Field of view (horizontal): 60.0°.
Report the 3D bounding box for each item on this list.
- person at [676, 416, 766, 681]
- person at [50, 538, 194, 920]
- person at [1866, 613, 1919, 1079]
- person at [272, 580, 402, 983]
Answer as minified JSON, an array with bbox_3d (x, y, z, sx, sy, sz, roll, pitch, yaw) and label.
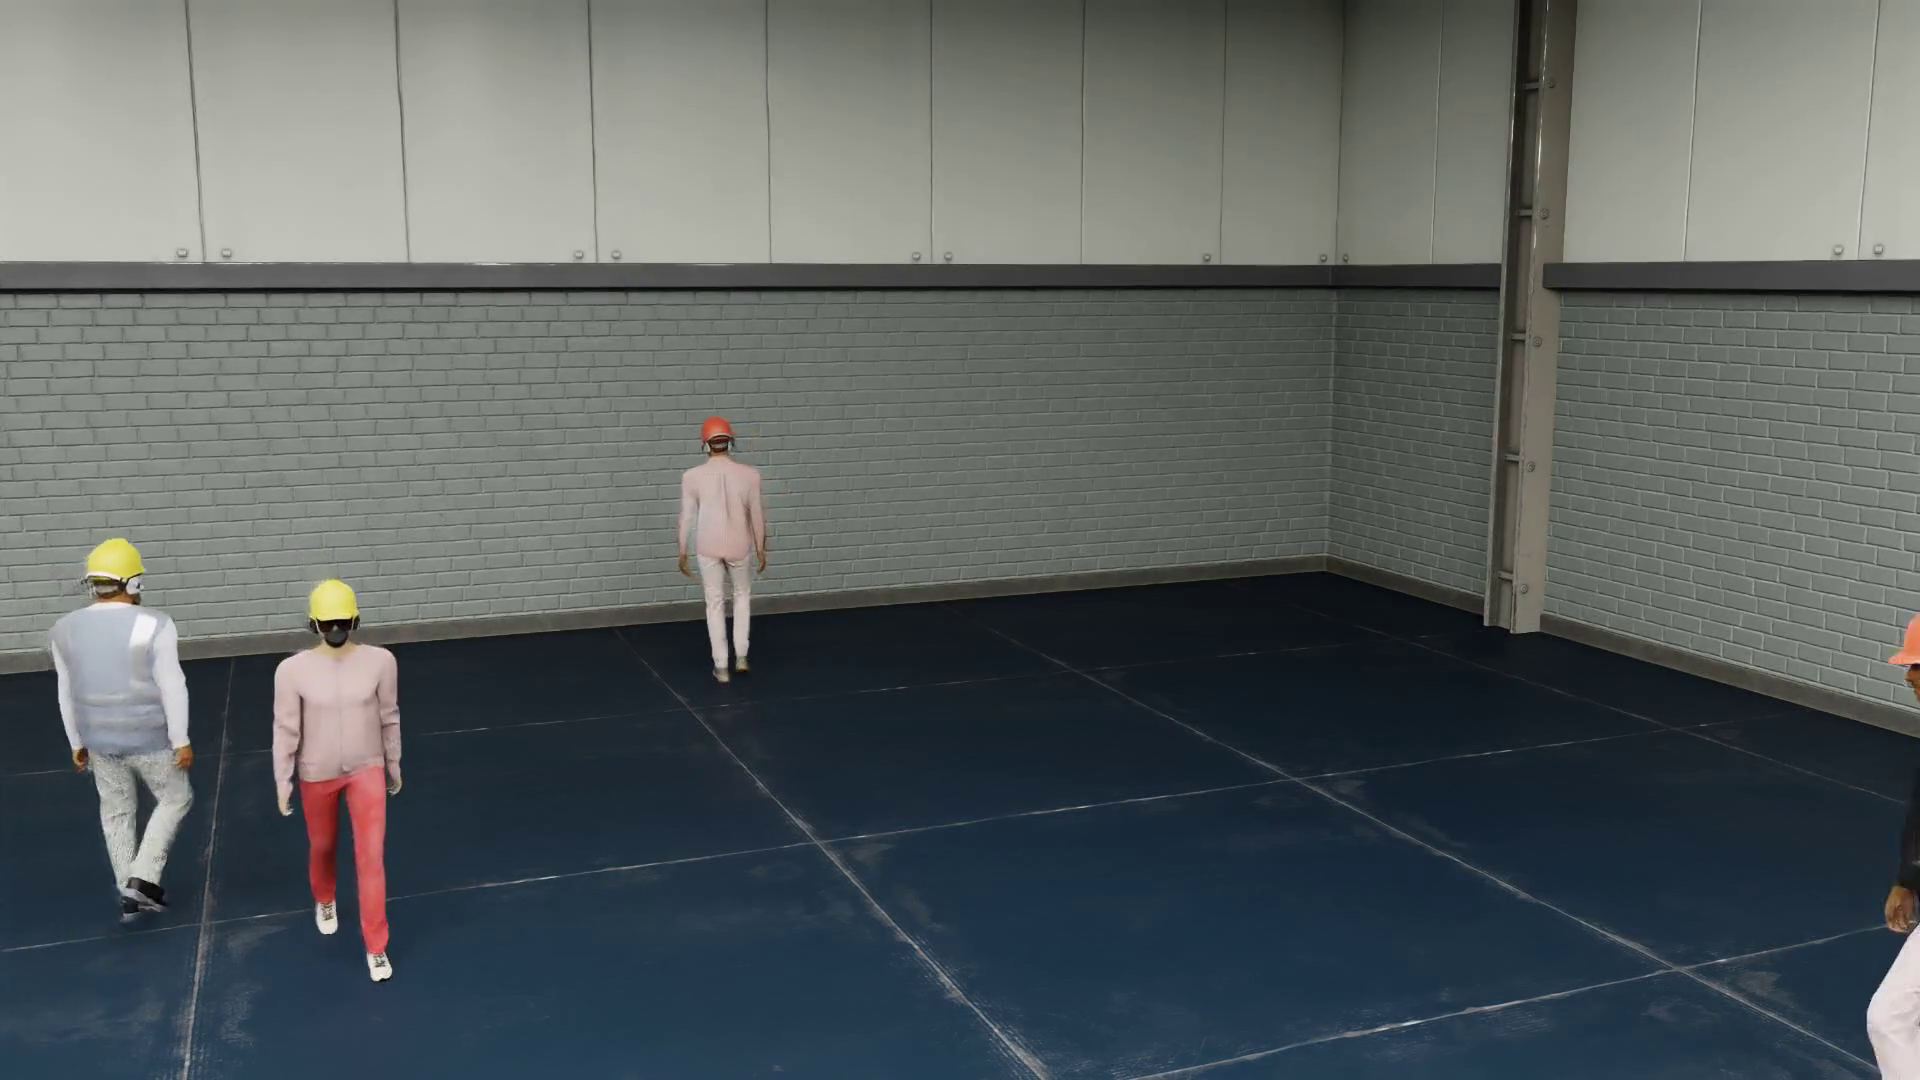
[{"bbox_3d":[-1.811,0.055,12.539,0.654,1.979,0.572,-2,9,-14],"label":"person"},{"bbox_3d":[-3.876,0.897,7.761,0.614,1.822,0.415,1,9,3],"label":"person"},{"bbox_3d":[3.153,1.192,5.454,0.679,1.966,0.637,3,10,19],"label":"person"},{"bbox_3d":[-2.767,1.005,7.400,0.541,1.726,0.900,-5,10,-27],"label":"person"}]
